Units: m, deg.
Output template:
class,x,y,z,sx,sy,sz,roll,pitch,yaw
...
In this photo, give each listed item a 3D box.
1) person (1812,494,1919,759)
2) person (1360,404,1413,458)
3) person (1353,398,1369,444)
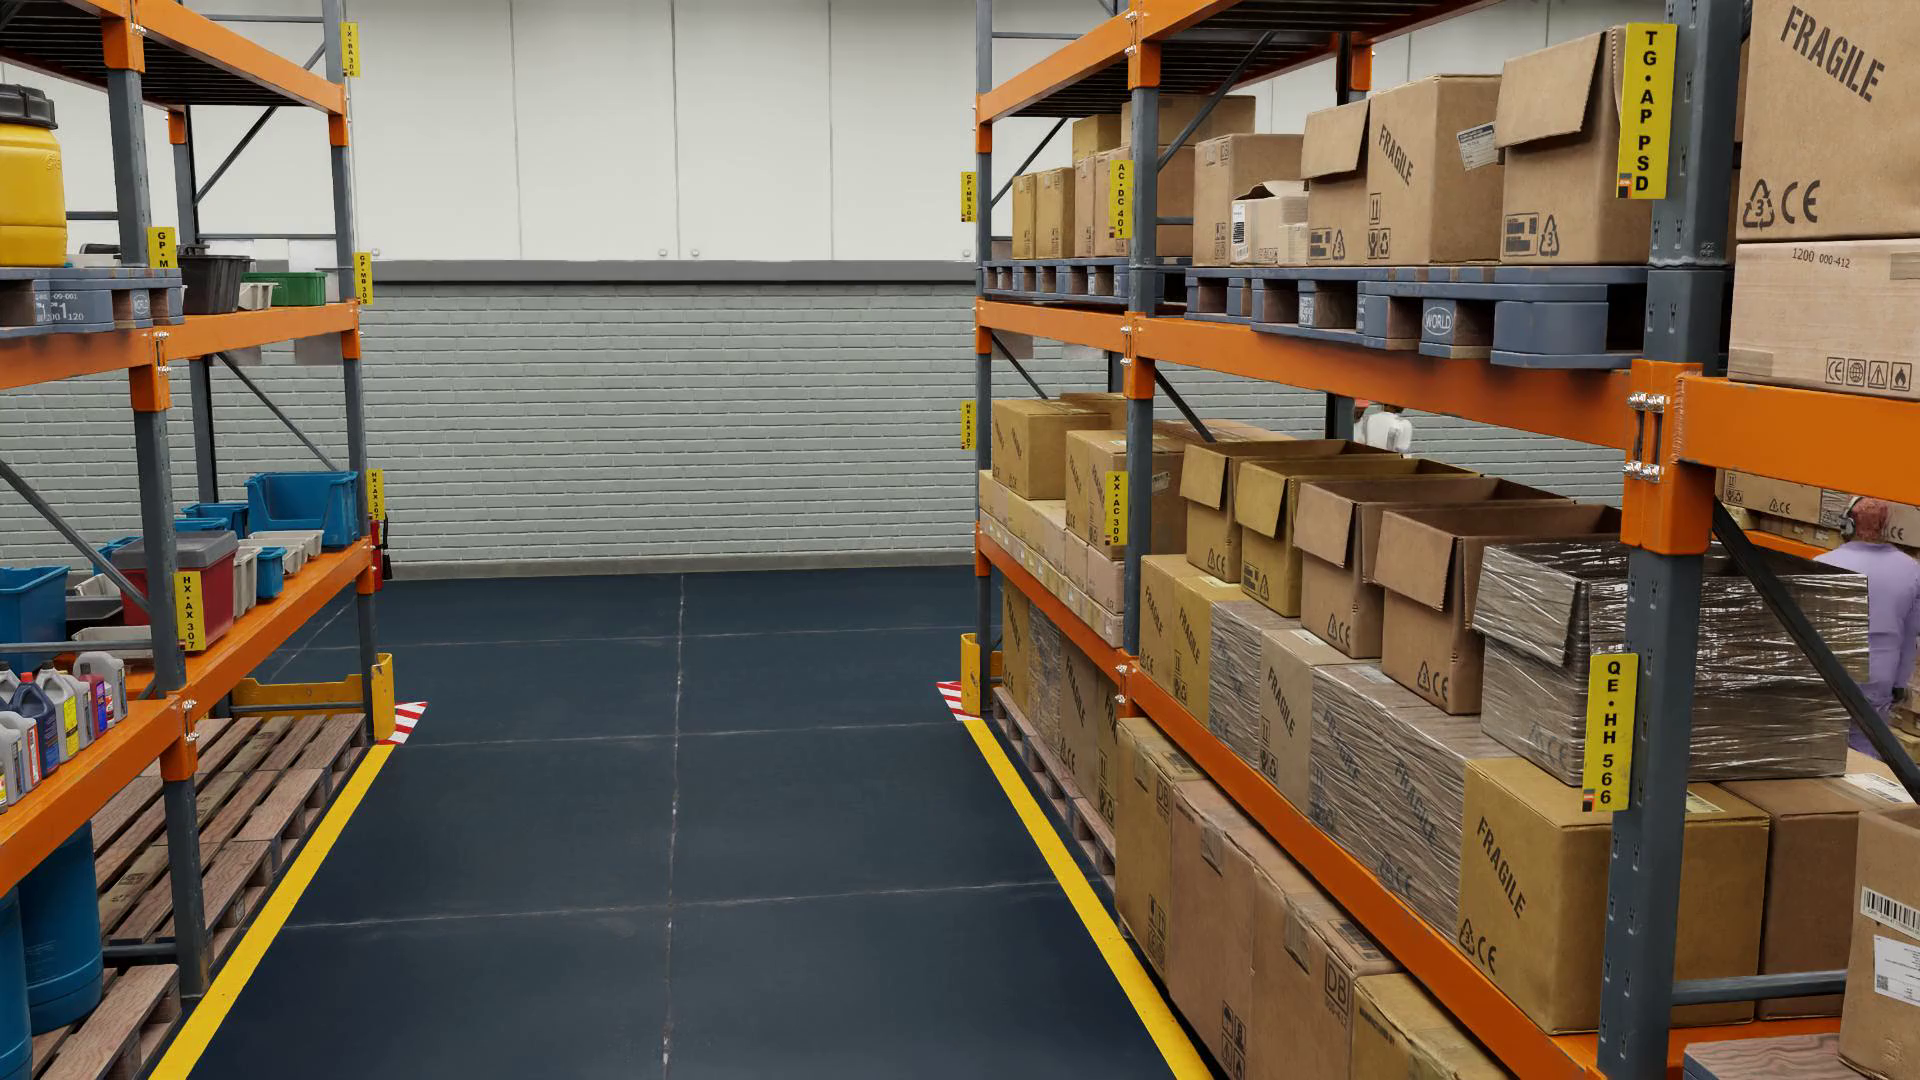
class,x,y,z,sx,sy,sz,roll,pitch,yaw
person,4.621,0.702,8.606,0.670,1.893,0.489,-1,9,-5
person,4.051,-0.514,15.733,0.484,2.026,0.677,-6,11,-31
person,3.872,-0.573,16.499,0.576,1.908,0.662,0,9,-2
